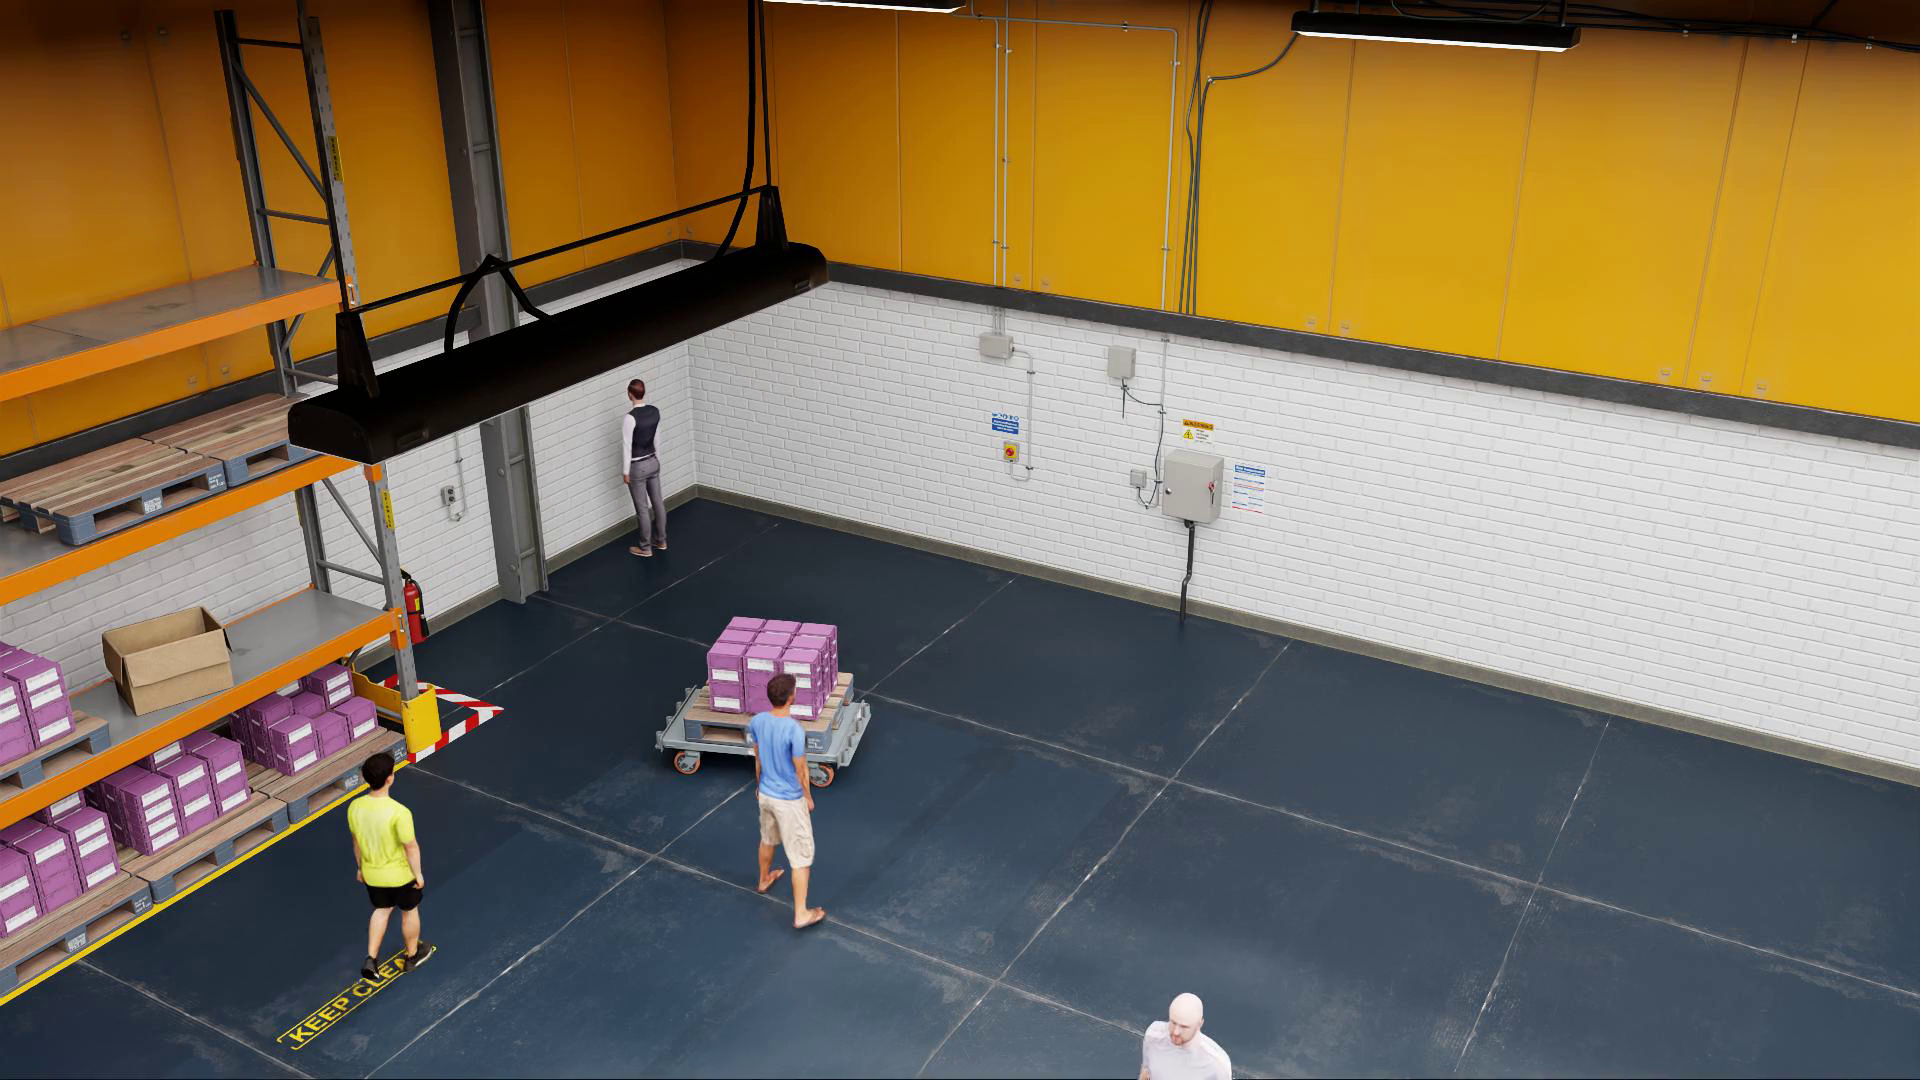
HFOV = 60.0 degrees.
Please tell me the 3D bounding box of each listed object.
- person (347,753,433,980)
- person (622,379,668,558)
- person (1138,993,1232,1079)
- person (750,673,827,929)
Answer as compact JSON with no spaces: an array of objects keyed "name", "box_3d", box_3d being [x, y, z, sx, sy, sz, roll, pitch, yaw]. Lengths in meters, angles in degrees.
[{"name":"person","box_3d":[-3.850,2.231,11.102,0.788,1.691,0.931,5,24,11]},{"name":"person","box_3d":[-3.364,-0.785,17.693,0.722,1.937,0.506,15,28,31]},{"name":"person","box_3d":[1.246,3.120,8.914,0.856,1.815,0.790,-21,32,-40]},{"name":"person","box_3d":[-1.286,1.811,11.866,0.899,1.847,0.760,17,29,34]}]
